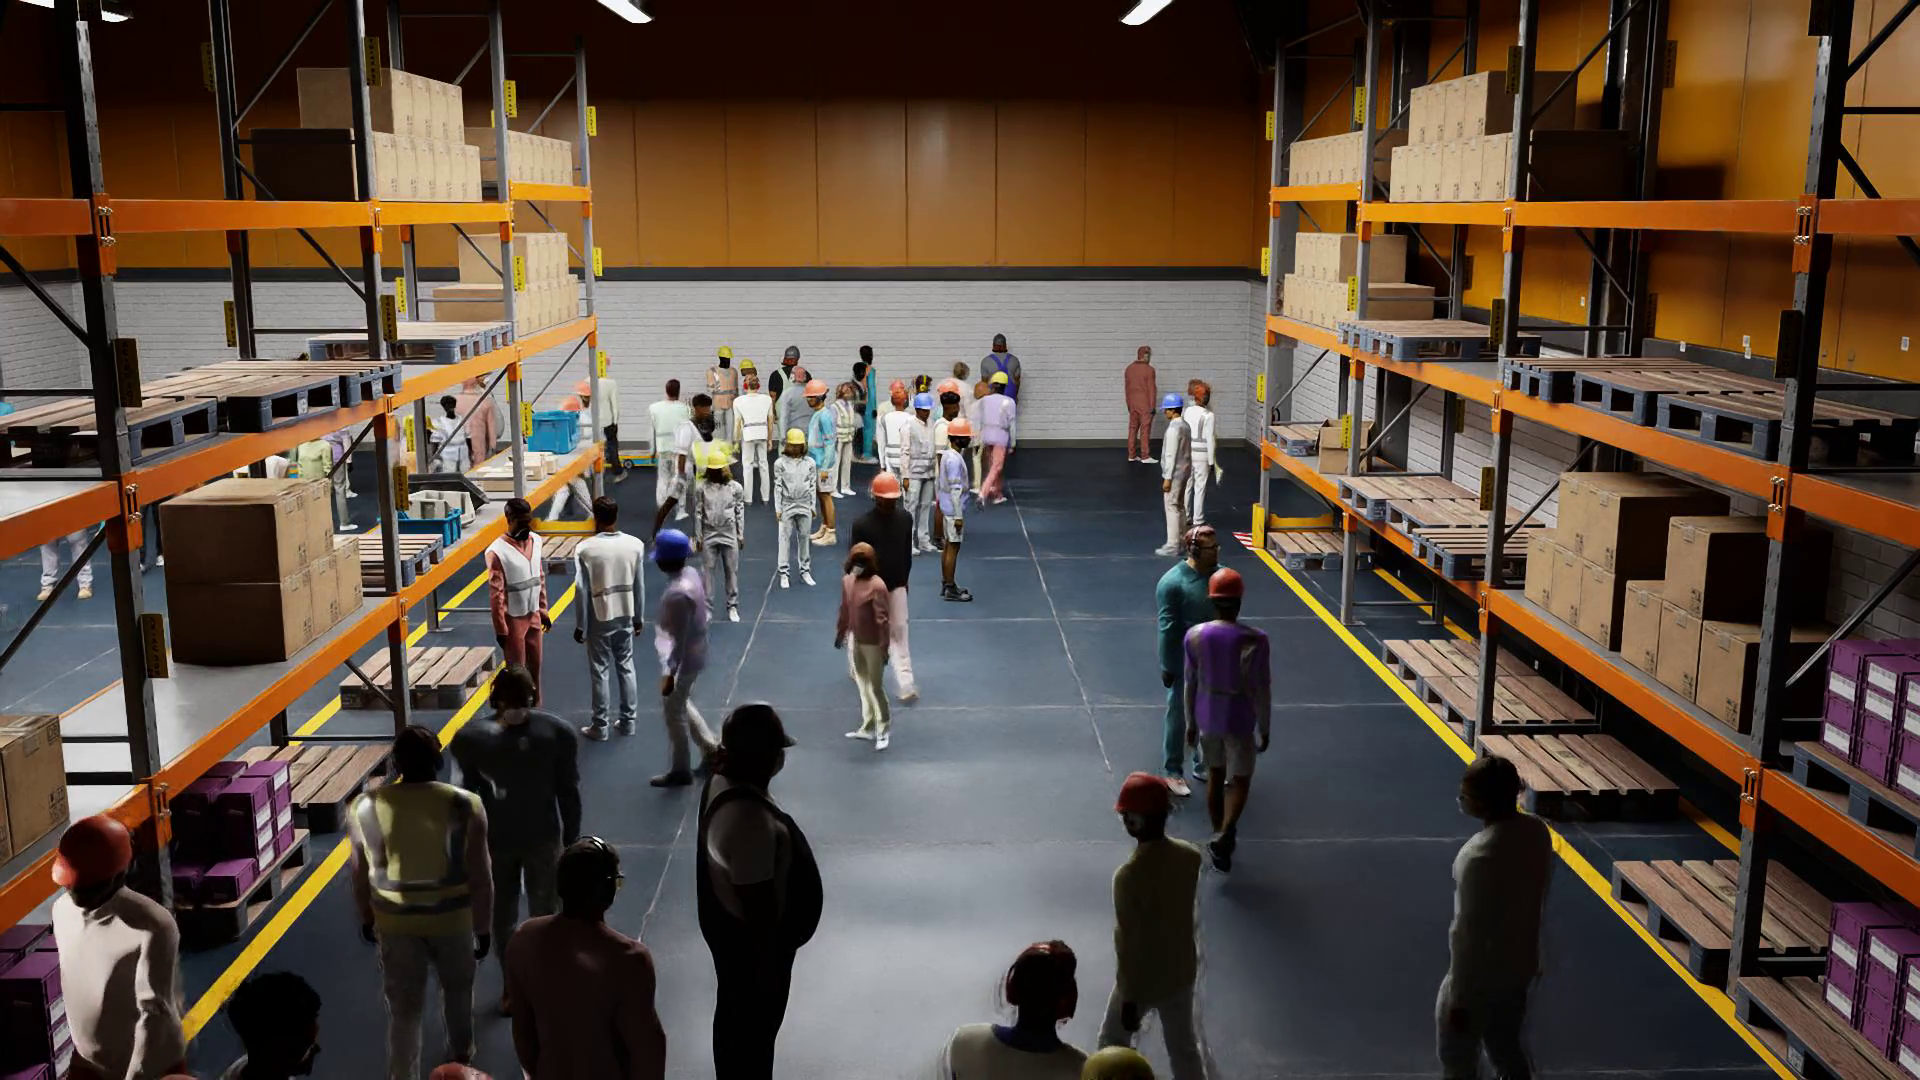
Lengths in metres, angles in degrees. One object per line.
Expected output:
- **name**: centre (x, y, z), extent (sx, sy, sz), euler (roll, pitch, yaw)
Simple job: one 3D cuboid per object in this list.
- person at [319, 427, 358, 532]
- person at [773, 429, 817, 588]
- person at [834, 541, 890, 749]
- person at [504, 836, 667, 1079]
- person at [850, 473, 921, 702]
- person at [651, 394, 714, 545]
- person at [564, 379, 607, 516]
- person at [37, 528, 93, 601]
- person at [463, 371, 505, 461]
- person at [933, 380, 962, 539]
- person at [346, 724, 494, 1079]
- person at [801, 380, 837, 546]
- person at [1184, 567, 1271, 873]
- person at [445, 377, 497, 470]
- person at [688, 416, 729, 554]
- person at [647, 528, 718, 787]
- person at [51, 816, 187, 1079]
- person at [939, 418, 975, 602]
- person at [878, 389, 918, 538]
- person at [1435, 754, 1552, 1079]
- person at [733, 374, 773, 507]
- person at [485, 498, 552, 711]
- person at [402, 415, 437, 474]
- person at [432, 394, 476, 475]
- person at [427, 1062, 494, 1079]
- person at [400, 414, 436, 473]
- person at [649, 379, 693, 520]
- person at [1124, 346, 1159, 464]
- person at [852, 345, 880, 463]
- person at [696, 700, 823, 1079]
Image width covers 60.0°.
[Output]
- **person**: centre (-8.033, -1.059, 21.226), extent (0.585, 1.928, 0.366), euler (1, 11, 4)
- **person**: centre (-1.785, -0.349, 18.130), extent (0.487, 1.744, 0.294), euler (-5, 12, -24)
- **person**: centre (-0.747, 0.793, 12.723), extent (0.336, 1.626, 0.632), euler (-8, 14, -37)
- **person**: centre (-1.302, 1.989, 5.930), extent (0.627, 1.935, 0.373), euler (5, 12, 25)
- **person**: centre (-0.664, 0.365, 14.091), extent (0.634, 1.933, 1.082), euler (-6, 13, -27)
- **person**: centre (-3.315, -0.838, 20.248), extent (1.080, 1.894, 0.678), euler (4, 12, 18)
- **person**: centre (-4.935, -1.168, 21.815), extent (0.654, 1.916, 0.544), euler (10, 15, 40)
- **person**: centre (-9.487, -0.373, 17.500), extent (0.680, 2.000, 0.537), euler (-2, 11, -11)
- **person**: centre (-6.573, -1.476, 23.032), extent (0.537, 2.000, 0.683), euler (0, 11, 1)
- **person**: centre (-0.155, -1.010, 20.808), extent (0.385, 1.993, 0.623), euler (1, 11, 5)
- **person**: centre (-2.444, 1.730, 7.575), extent (0.632, 1.810, 0.930), euler (-2, 12, -11)
- **person**: centre (-1.730, -0.945, 20.372), extent (0.395, 2.038, 0.614), euler (-3, 12, -15)
- **person**: centre (1.632, 1.132, 10.317), extent (0.567, 1.904, 0.682), euler (5, 12, 24)
- **person**: centre (-6.707, -1.331, 22.779), extent (0.655, 1.861, 0.948), euler (-1, 11, -3)
- **person**: centre (-3.017, -0.640, 19.785), extent (0.545, 1.656, 0.839), euler (4, 12, 20)
- **person**: centre (-1.957, 0.834, 11.766), extent (0.477, 1.928, 0.632), euler (0, 11, -2)
- **person**: centre (-3.134, 1.922, 6.274), extent (0.633, 1.937, 0.999), euler (4, 12, 19)
- **person**: centre (-0.026, -0.324, 17.520), extent (0.375, 1.935, 0.551), euler (-1, 11, -7)
- **person**: centre (-0.740, -0.949, 20.791), extent (0.576, 1.883, 0.354), euler (4, 12, 21)
- **person**: centre (2.235, 1.797, 6.955), extent (0.704, 1.913, 0.643), euler (-10, 15, -42)
- **person**: centre (-2.854, -1.375, 23.014), extent (0.567, 1.847, 0.389), euler (-6, 13, -26)
- **person**: centre (-3.431, 0.604, 12.954), extent (0.415, 1.907, 0.592), euler (5, 12, 22)
- **person**: centre (-5.869, -0.428, 18.108), extent (0.413, 1.918, 0.581), euler (-4, 12, -18)
- **person**: centre (-6.752, -1.116, 22.123), extent (0.477, 1.676, 0.558), euler (11, 16, 43)
- **person**: centre (-1.116, 2.322, 4.186), extent (0.608, 1.991, 0.918), euler (-9, 15, -39)
- **person**: centre (-6.434, -0.647, 19.674), extent (0.493, 1.733, 0.493), euler (7, 13, 31)
- **person**: centre (-3.799, -1.171, 21.877), extent (0.621, 1.894, 0.706), euler (1, 11, 6)
- **person**: centre (2.961, -2.192, 26.980), extent (0.399, 1.902, 0.643), euler (-9, 14, -37)
- **person**: centre (-1.546, -2.197, 26.961), extent (0.403, 1.918, 0.593), euler (-8, 14, -35)
- **person**: centre (-0.863, 1.677, 7.225), extent (0.536, 2.000, 0.681), euler (-4, 12, -20)
